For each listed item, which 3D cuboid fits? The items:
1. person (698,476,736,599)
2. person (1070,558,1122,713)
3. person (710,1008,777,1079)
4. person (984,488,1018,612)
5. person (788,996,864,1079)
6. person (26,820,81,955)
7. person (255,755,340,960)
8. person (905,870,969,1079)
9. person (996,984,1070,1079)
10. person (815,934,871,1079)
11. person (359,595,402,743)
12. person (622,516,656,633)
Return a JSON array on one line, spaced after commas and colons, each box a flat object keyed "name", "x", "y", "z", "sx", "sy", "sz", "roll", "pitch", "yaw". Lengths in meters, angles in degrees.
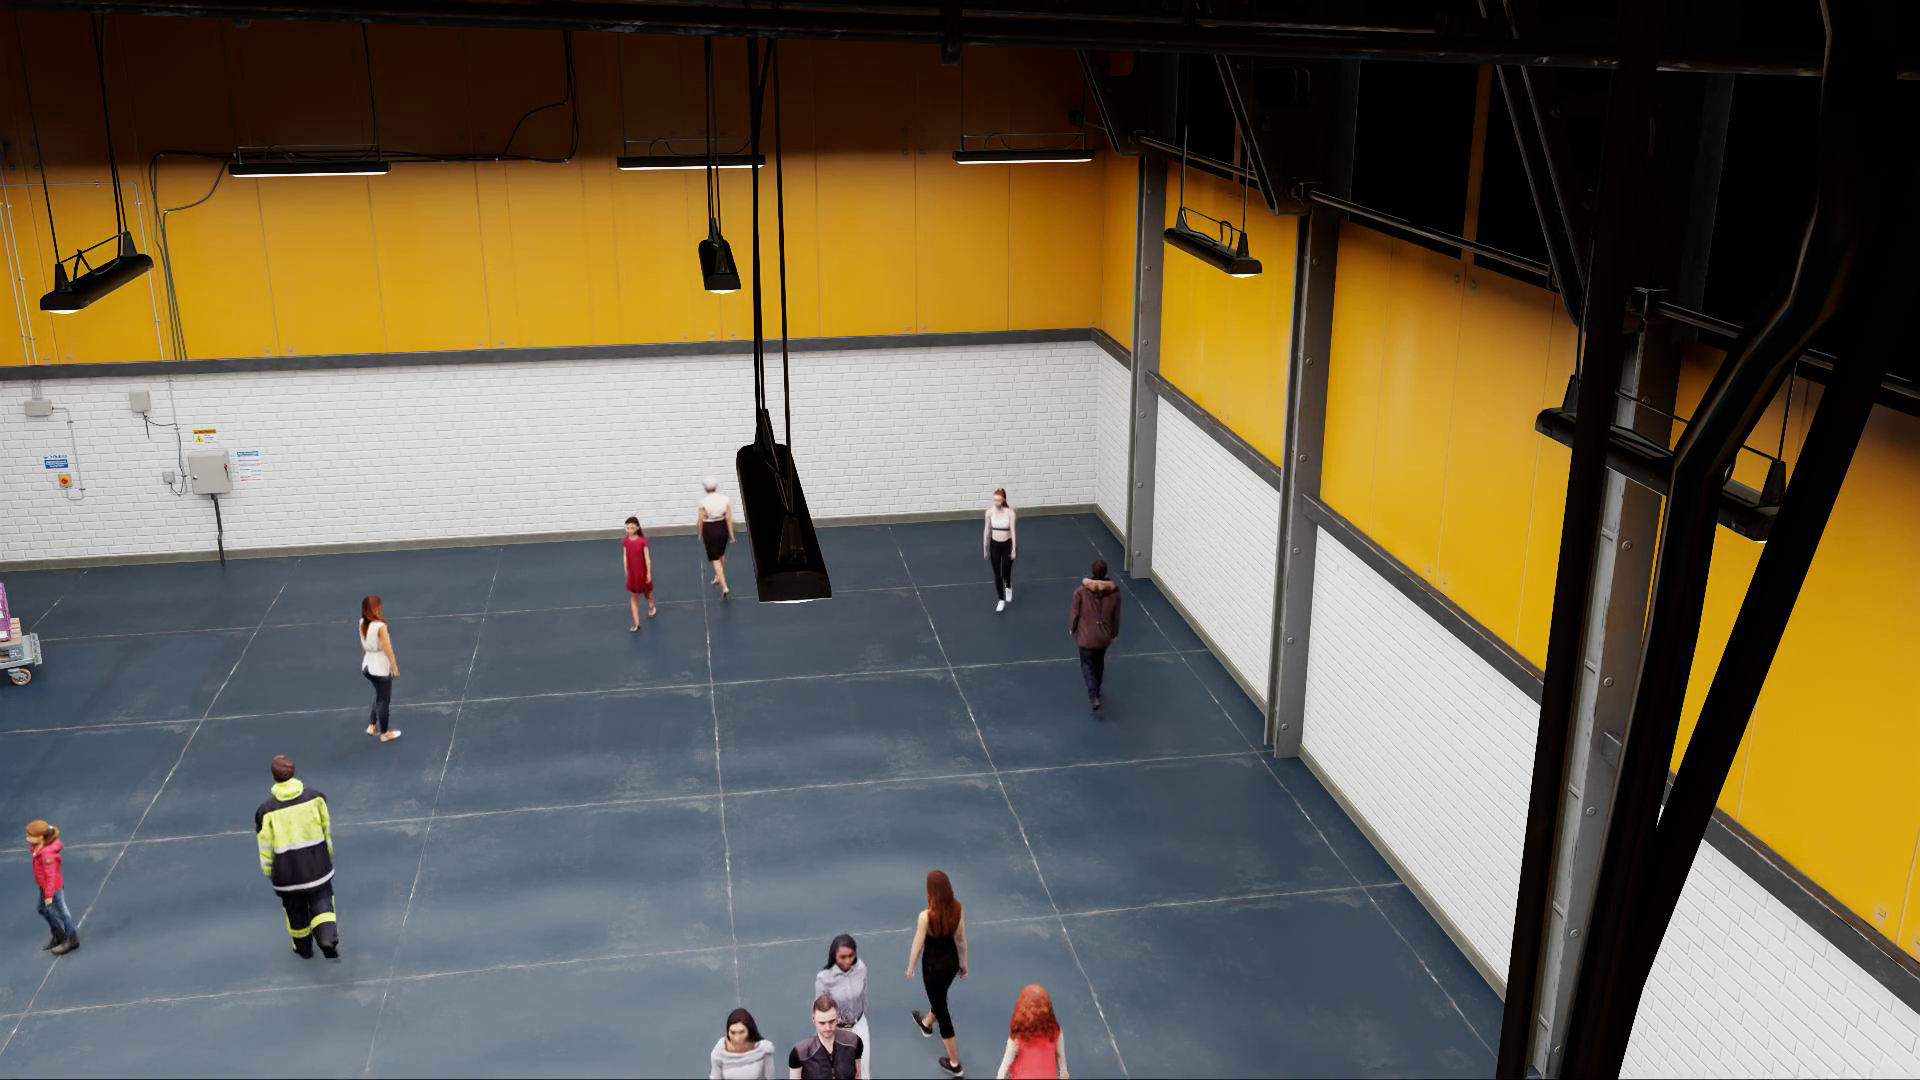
[{"name": "person", "x": -3.397, "y": 0.000, "z": 23.240, "sx": 0.872, "sy": 1.710, "sz": 1.096, "roll": -9, "pitch": 21, "yaw": -26}, {"name": "person", "x": 1.600, "y": 1.147, "z": 19.664, "sx": 0.727, "sy": 1.818, "sz": 1.094, "roll": -3, "pitch": 19, "yaw": -10}, {"name": "person", "x": -1.517, "y": 3.928, "z": 11.728, "sx": 0.643, "sy": 1.613, "sz": 0.853, "roll": -2, "pitch": 19, "yaw": -6}, {"name": "person", "x": 0.591, "y": 0.107, "z": 22.887, "sx": 0.753, "sy": 1.733, "sz": 0.819, "roll": 5, "pitch": 19, "yaw": 15}, {"name": "person", "x": -0.908, "y": 3.918, "z": 11.400, "sx": 0.718, "sy": 1.842, "sz": 0.645, "roll": -7, "pitch": 20, "yaw": -19}, {"name": "person", "x": -8.008, "y": 3.059, "z": 14.786, "sx": 0.680, "sy": 1.309, "sz": 0.594, "roll": -16, "pitch": 25, "yaw": -40}, {"name": "person", "x": -5.730, "y": 2.814, "z": 14.486, "sx": 0.989, "sy": 1.964, "sz": 1.108, "roll": -12, "pitch": 22, "yaw": -32}, {"name": "person", "x": -0.102, "y": 3.431, "z": 13.075, "sx": 0.890, "sy": 1.696, "sz": 1.131, "roll": -13, "pitch": 23, "yaw": -34}, {"name": "person", "x": 0.557, "y": 3.943, "z": 11.392, "sx": 0.774, "sy": 1.800, "sz": 0.965, "roll": -10, "pitch": 21, "yaw": -28}, {"name": "person", "x": -0.919, "y": 3.664, "z": 12.405, "sx": 0.798, "sy": 1.682, "sz": 1.208, "roll": -7, "pitch": 20, "yaw": -20}, {"name": "person", "x": -6.629, "y": 1.480, "z": 18.736, "sx": 0.748, "sy": 1.780, "sz": 0.808, "roll": 12, "pitch": 22, "yaw": 33}, {"name": "person", "x": -4.291, "y": 0.410, "z": 22.297, "sx": 0.700, "sy": 1.535, "sz": 0.984, "roll": 2, "pitch": 19, "yaw": 5}]
